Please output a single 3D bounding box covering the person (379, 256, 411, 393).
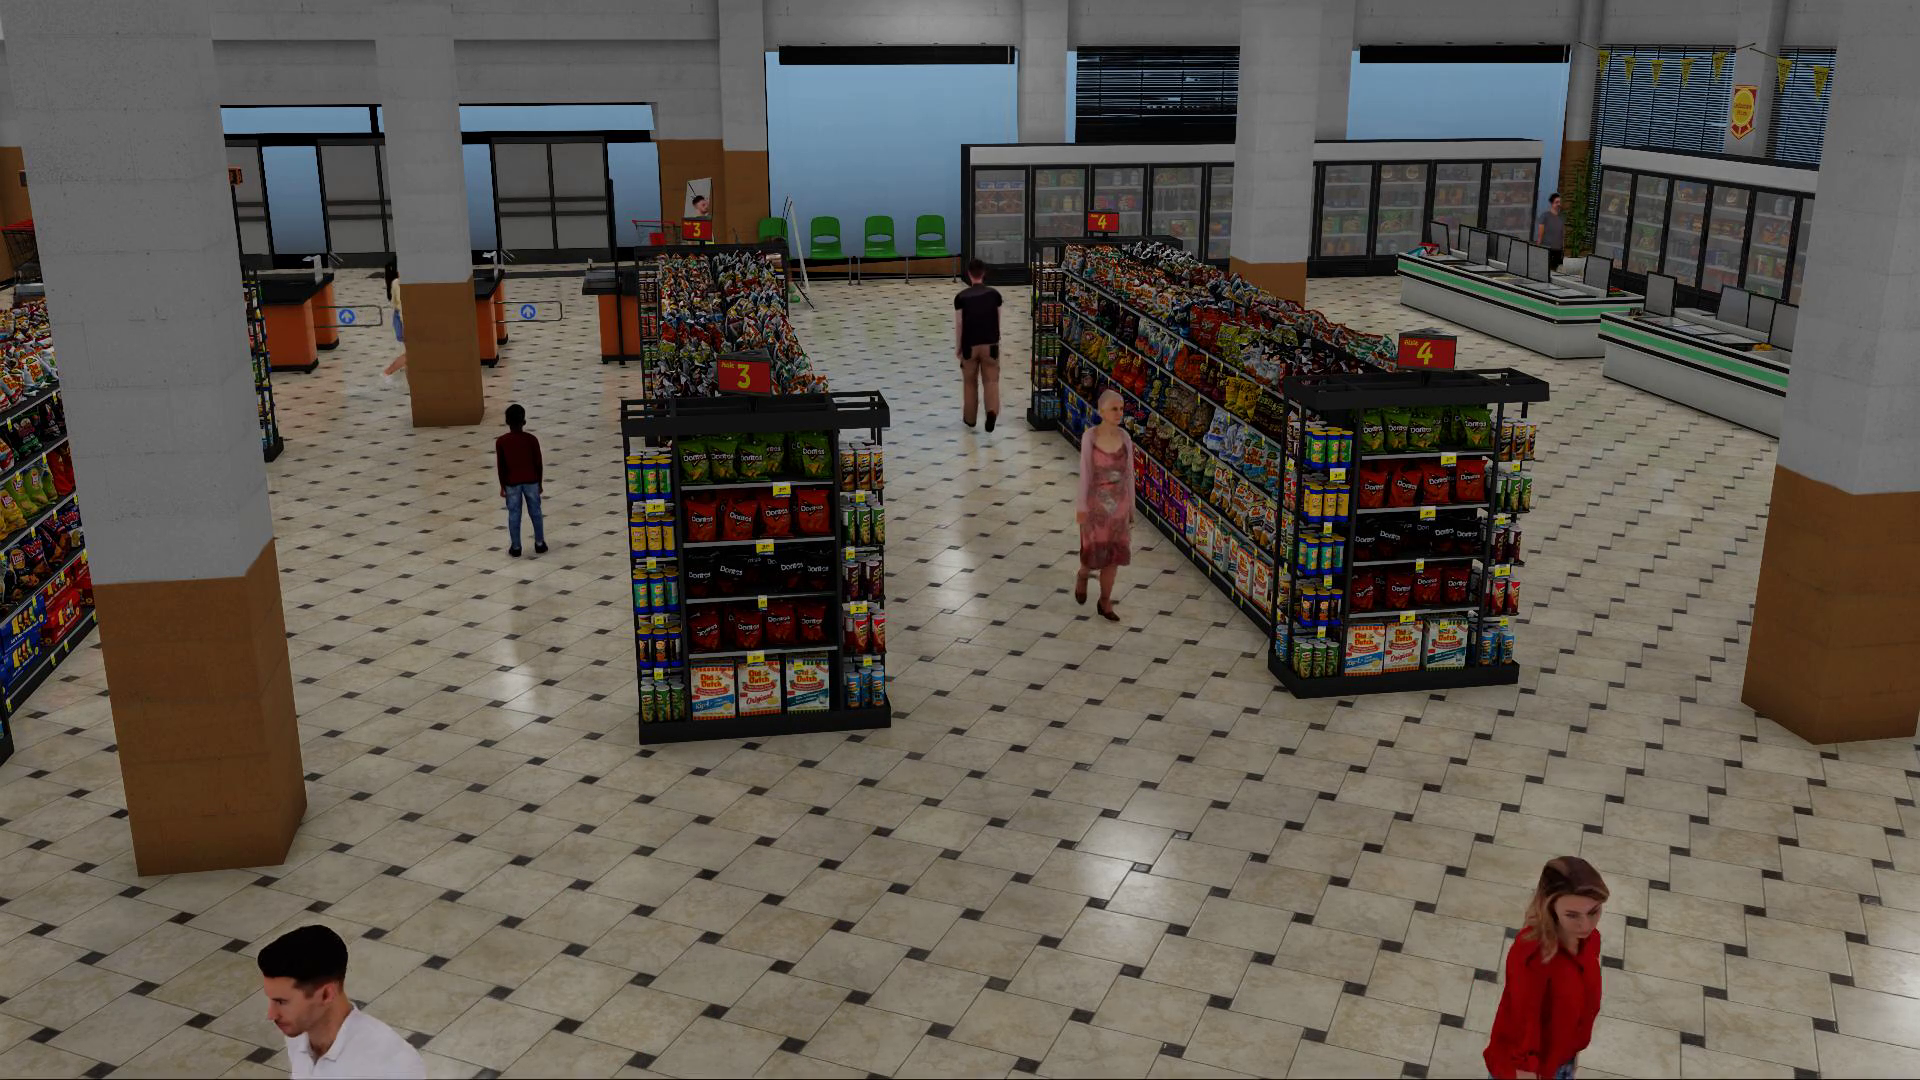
[{"bbox_3d":[-6.584,-2.510,19.480,0.805,1.618,0.802,-7,18,-23],"label":"person"}]

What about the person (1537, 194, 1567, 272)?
[{"bbox_3d":[9.099,-4.483,25.795,0.780,1.724,1.157,-7,18,-22],"label":"person"}]

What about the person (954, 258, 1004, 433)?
[{"bbox_3d":[0.227,-2.025,17.554,0.746,1.810,1.062,-1,17,-4],"label":"person"}]

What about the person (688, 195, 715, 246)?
[{"bbox_3d":[-3.801,-4.135,24.440,0.892,1.846,0.811,5,18,17],"label":"person"}]

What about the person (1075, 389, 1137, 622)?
[{"bbox_3d":[0.995,-0.256,11.953,0.693,1.678,0.786,-7,18,-22],"label":"person"}]

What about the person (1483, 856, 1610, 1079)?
[{"bbox_3d":[1.797,1.753,5.323,0.842,1.687,0.802,12,20,34],"label":"person"}]

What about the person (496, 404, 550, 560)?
[{"bbox_3d":[-3.539,-0.479,13.416,0.523,1.255,0.508,-5,18,-17],"label":"person"}]

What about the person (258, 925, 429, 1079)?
[{"bbox_3d":[-1.542,1.876,4.675,0.972,1.828,1.013,14,22,38],"label":"person"}]

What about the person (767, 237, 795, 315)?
[{"bbox_3d":[-2.372,-3.188,21.815,0.620,1.559,0.633,4,17,12],"label":"person"}]
